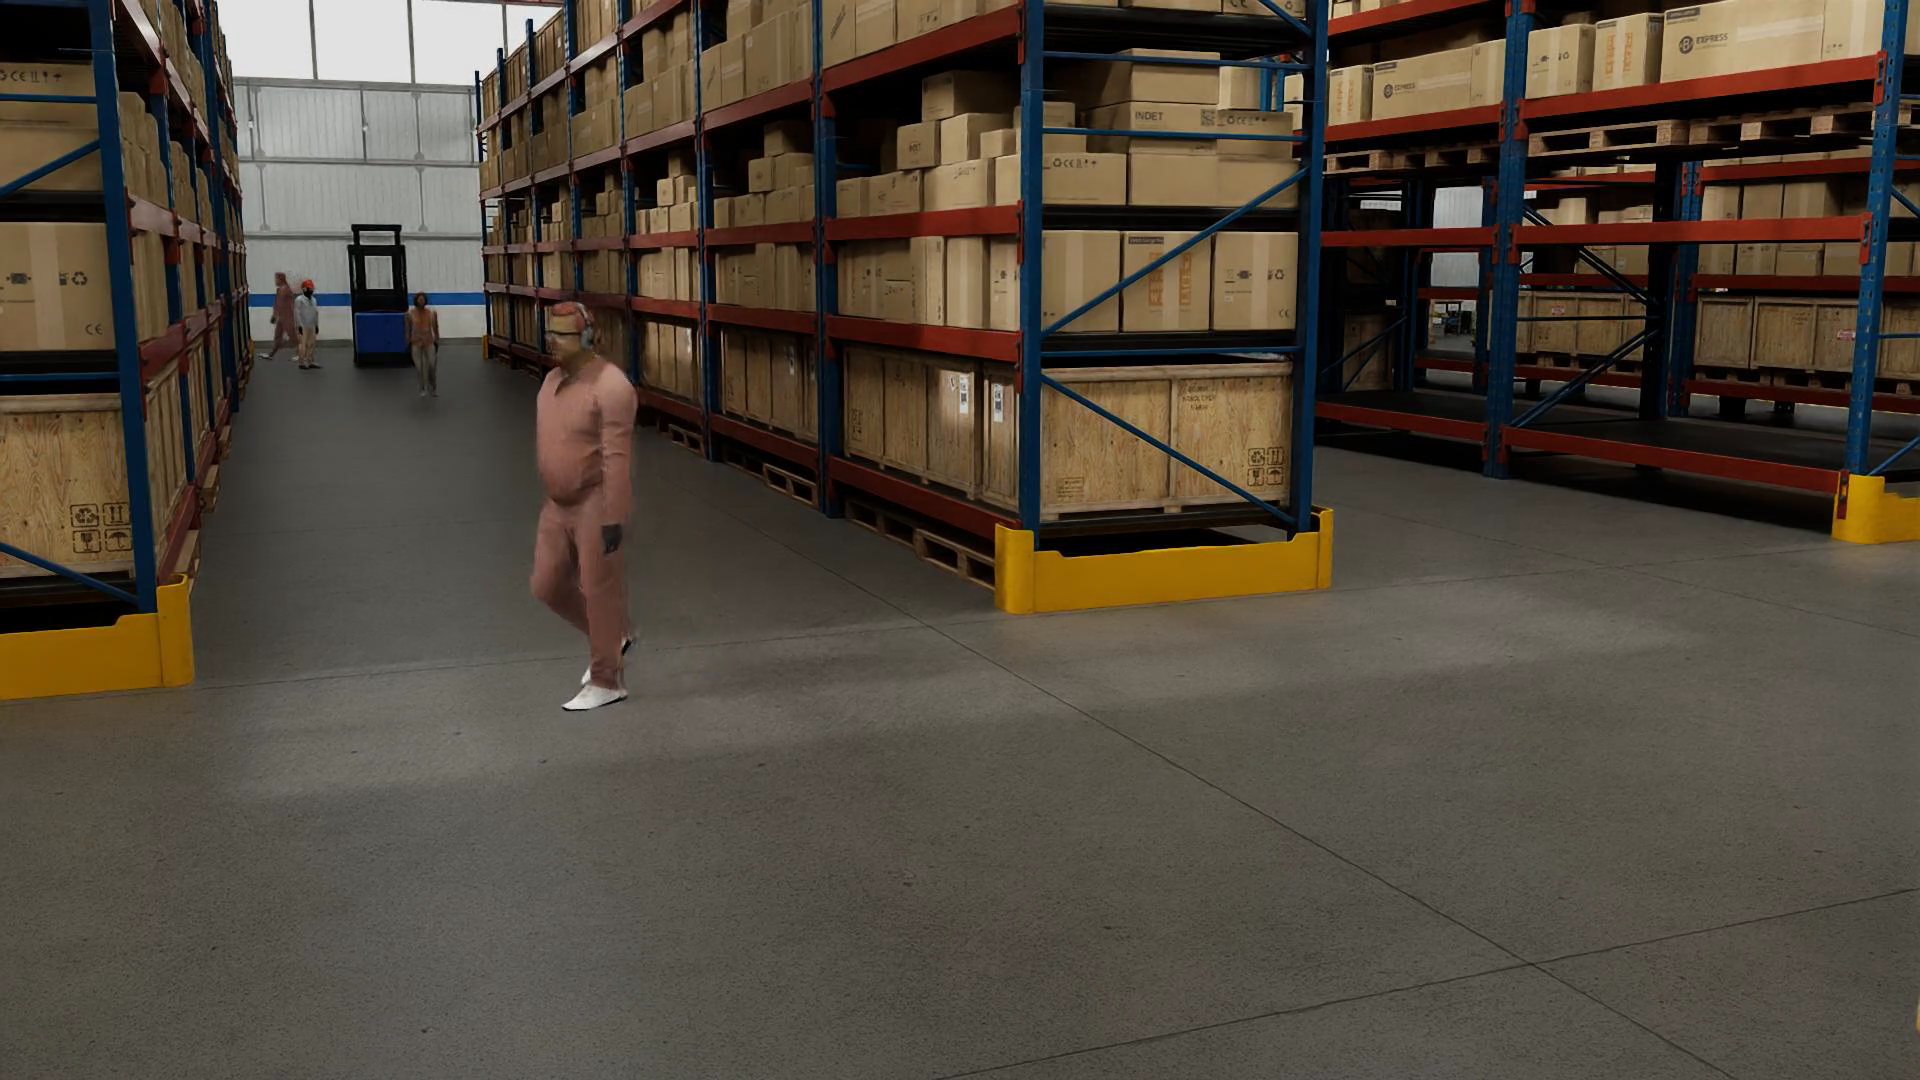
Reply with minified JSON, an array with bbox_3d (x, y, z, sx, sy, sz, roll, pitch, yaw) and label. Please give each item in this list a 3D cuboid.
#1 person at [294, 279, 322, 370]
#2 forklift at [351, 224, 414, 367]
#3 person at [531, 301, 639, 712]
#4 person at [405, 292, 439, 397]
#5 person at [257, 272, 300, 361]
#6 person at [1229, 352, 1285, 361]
[{"bbox_3d":[-12.651,-4.182,32.310,0.354,1.744,0.564,3,10,18],"label":"person"},{"bbox_3d":[-11.549,-4.886,33.129,1.129,2.768,1.873,-4,10,-22],"label":"forklift"},{"bbox_3d":[-1.737,-0.152,7.722,0.644,1.895,0.449,8,12,39],"label":"person"},{"bbox_3d":[-8.266,-3.002,25.604,0.518,1.620,0.502,-5,11,-26],"label":"person"},{"bbox_3d":[-14.297,-4.676,34.921,0.979,1.859,0.644,-4,10,-22],"label":"person"},{"bbox_3d":[2.469,-1.157,13.826,0.542,1.874,1.030,-2,10,-12],"label":"person"}]
